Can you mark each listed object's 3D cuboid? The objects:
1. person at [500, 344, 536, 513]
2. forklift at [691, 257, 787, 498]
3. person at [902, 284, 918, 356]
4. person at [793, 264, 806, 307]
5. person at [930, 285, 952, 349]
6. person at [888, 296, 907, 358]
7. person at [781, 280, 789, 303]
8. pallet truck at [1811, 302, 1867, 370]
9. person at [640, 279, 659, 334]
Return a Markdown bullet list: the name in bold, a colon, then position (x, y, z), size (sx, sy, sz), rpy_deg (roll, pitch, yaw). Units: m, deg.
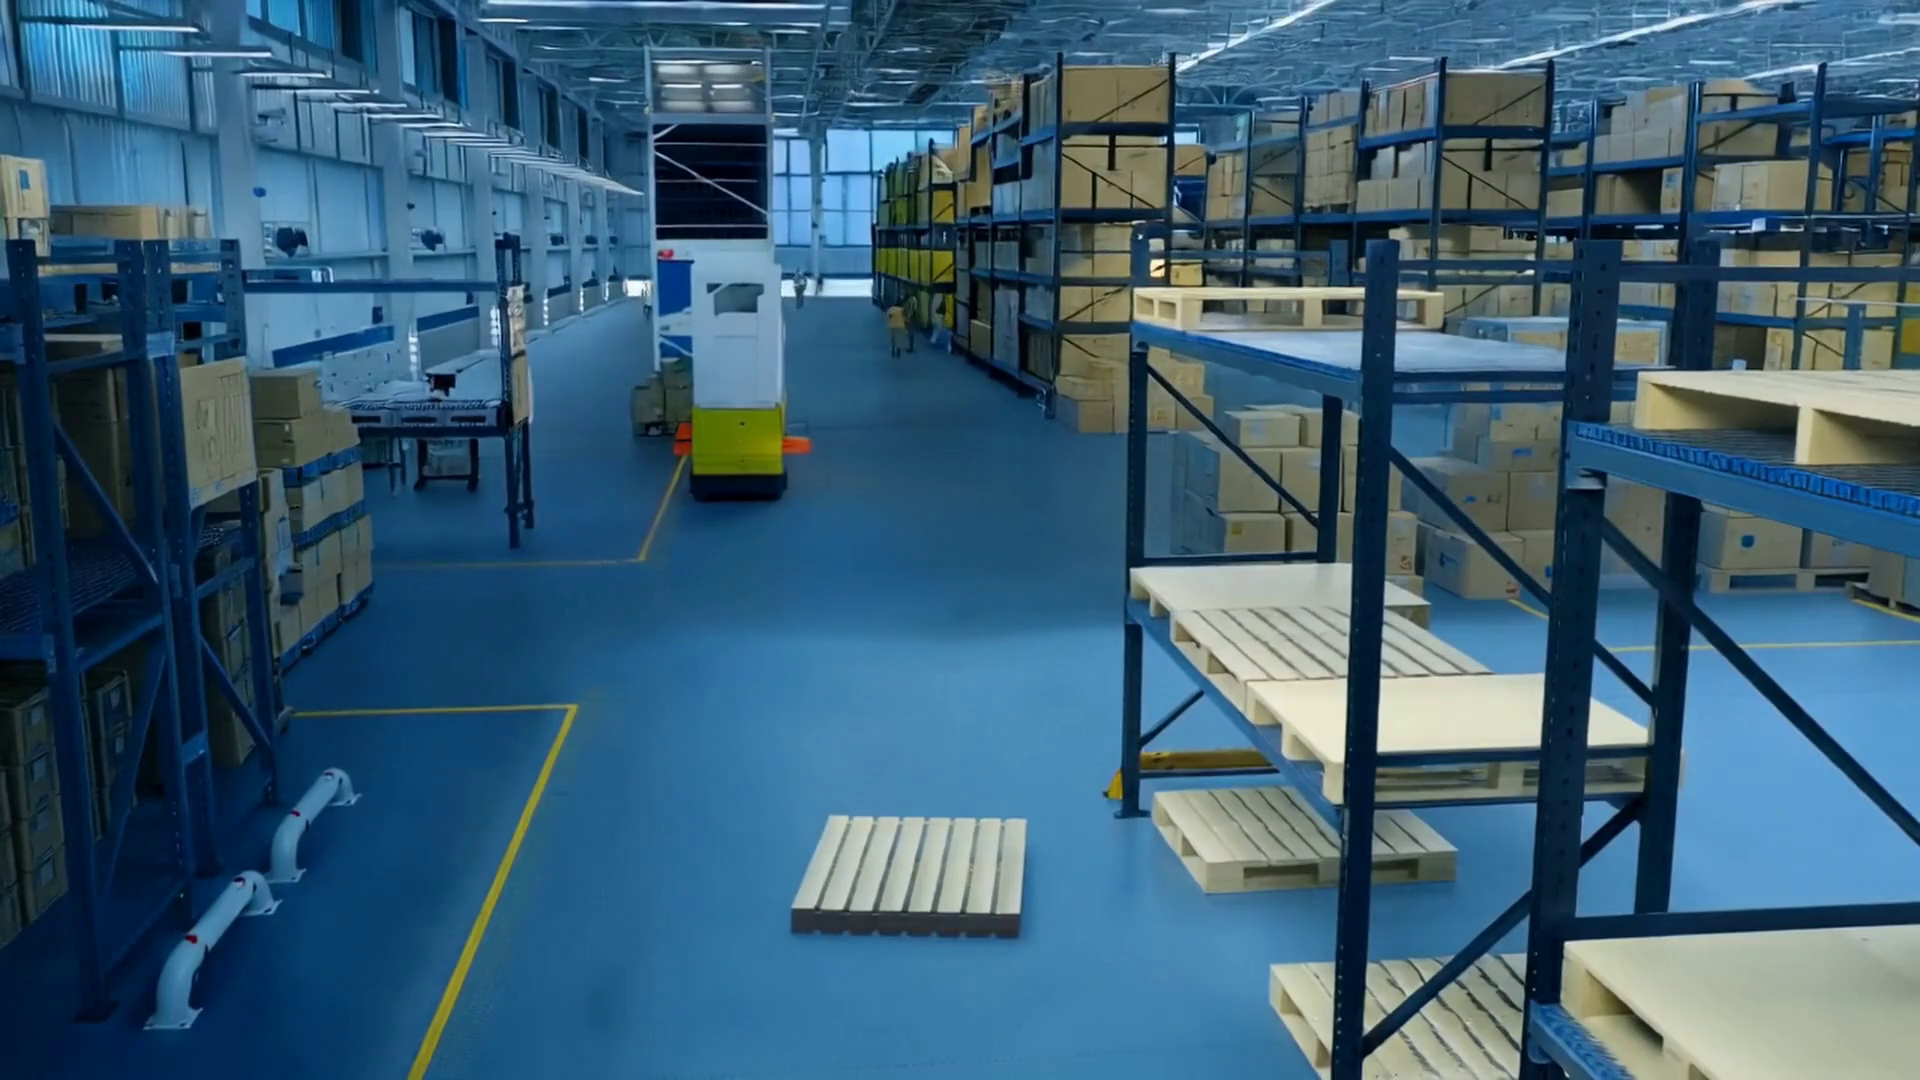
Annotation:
- **person**: position (-4.934, -1.272, 18.604), size (0.357, 1.938, 0.636), rpy_deg (-1, 10, -7)
- **forklift**: position (-2.676, -1.997, 20.000), size (1.129, 2.768, 1.873), rpy_deg (-1, 10, -6)
- **person**: position (-1.305, -5.764, 43.609), size (0.450, 1.898, 0.696), rpy_deg (2, 10, 9)
- **person**: position (-7.317, -11.593, 75.823), size (0.559, 1.923, 0.645), rpy_deg (-1, 10, -7)
- **person**: position (-0.424, -6.245, 46.536), size (0.979, 1.790, 0.589), rpy_deg (-4, 11, -23)
- **person**: position (-1.623, -5.536, 43.174), size (0.492, 1.600, 0.725), rpy_deg (0, 10, -2)
- **person**: position (-8.540, -12.004, 78.950), size (0.705, 1.610, 0.513), rpy_deg (1, 10, 3)
- **pallet truck**: position (15.846, -3.142, 28.793), size (1.885, 1.965, 0.823), rpy_deg (2, 10, 12)
- **person**: position (-10.028, -7.555, 53.831), size (0.626, 1.799, 0.970), rpy_deg (-4, 11, -19)
